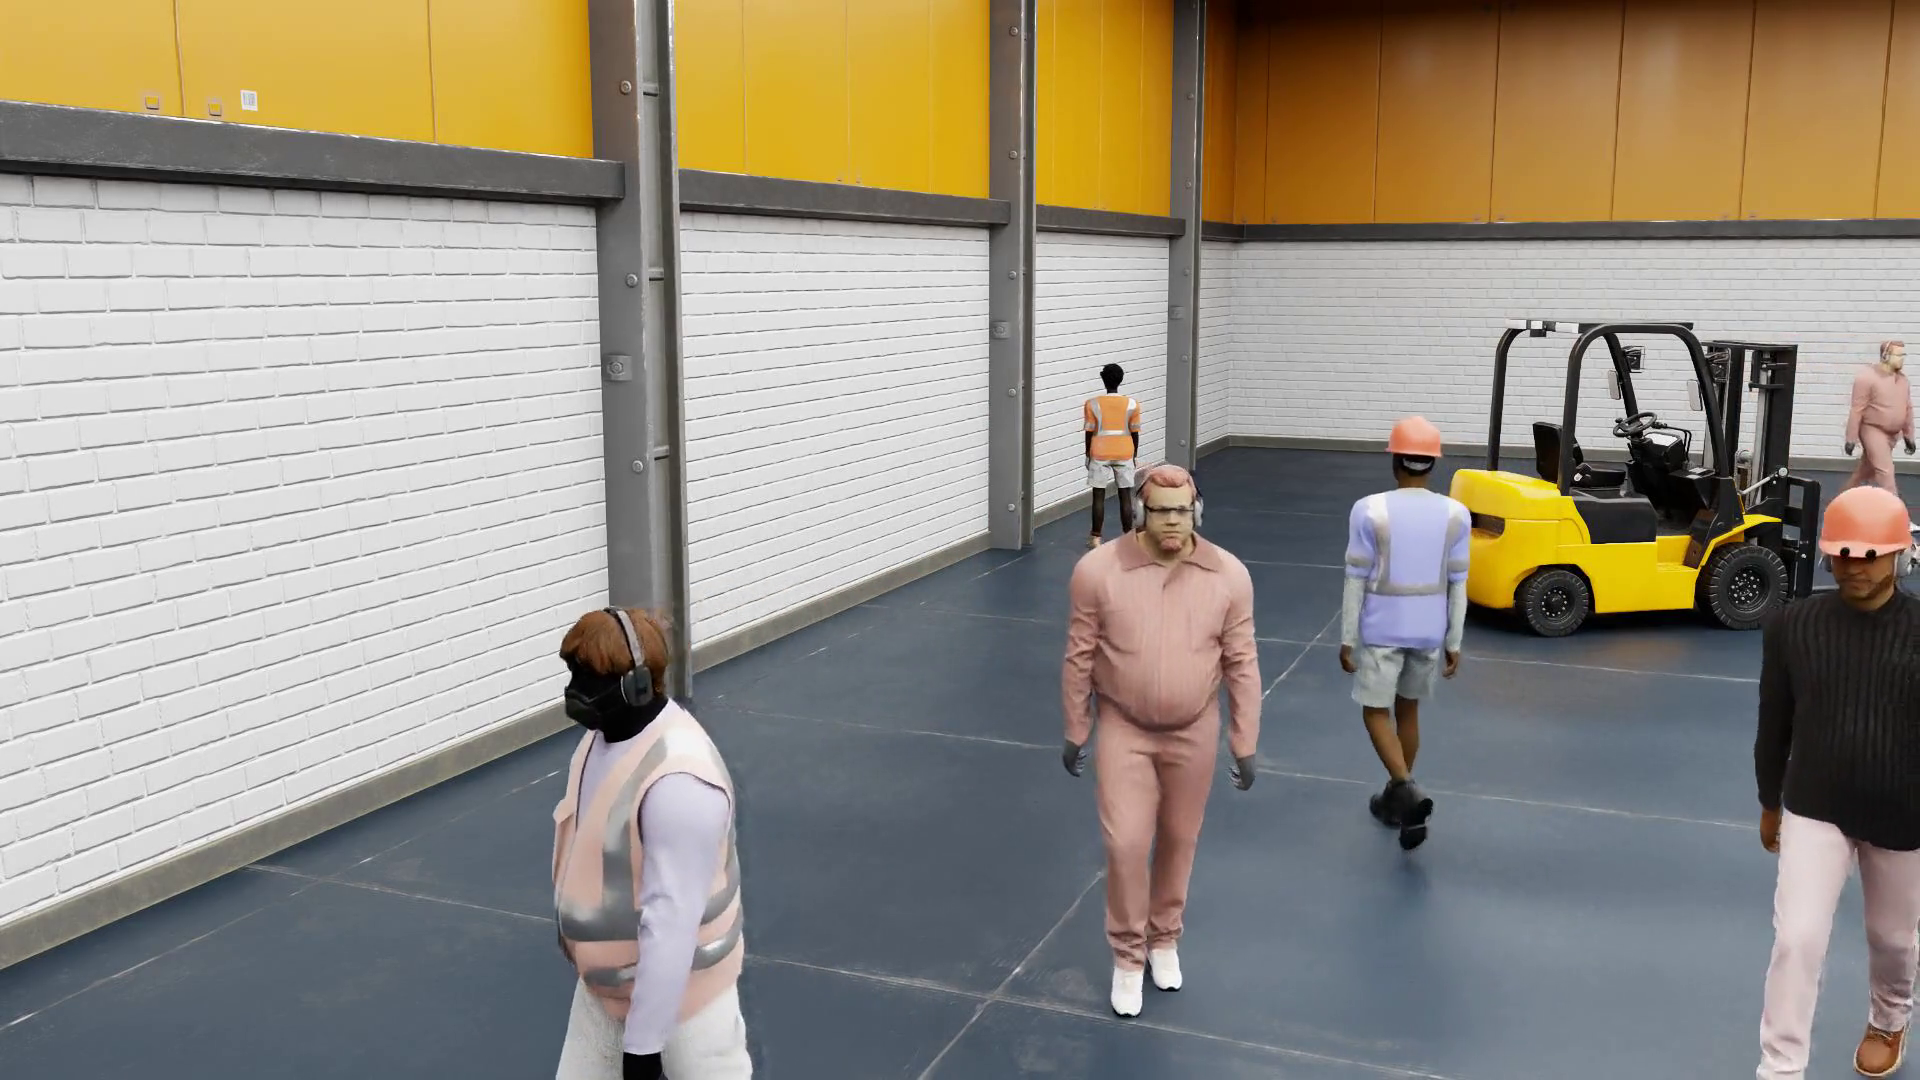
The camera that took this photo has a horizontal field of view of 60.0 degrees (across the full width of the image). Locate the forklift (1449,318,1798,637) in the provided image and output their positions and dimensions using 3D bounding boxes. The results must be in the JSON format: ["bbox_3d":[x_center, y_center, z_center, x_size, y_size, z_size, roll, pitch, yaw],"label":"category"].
[{"bbox_3d":[4.706,-0.497,11.990,2.313,2.155,1.214,-2,10,-10],"label":"forklift"}]

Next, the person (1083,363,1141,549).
[{"bbox_3d":[1.375,-0.746,15.060,0.529,1.683,0.321,-1,9,-5],"label":"person"}]

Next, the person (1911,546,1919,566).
[{"bbox_3d":[8.386,-0.622,13.888,0.903,1.806,0.640,-1,9,-9],"label":"person"}]

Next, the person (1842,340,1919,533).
[{"bbox_3d":[8.991,-1.021,16.215,0.656,1.852,1.016,-5,10,-27],"label":"person"}]

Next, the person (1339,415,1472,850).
[{"bbox_3d":[1.982,0.408,7.361,0.552,1.913,0.776,-1,9,-4],"label":"person"}]

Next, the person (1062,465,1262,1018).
[{"bbox_3d":[0.706,0.689,5.719,0.680,1.883,0.689,0,9,-2],"label":"person"}]

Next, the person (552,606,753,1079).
[{"bbox_3d":[-0.781,1.039,3.927,0.980,1.784,0.633,-6,11,-30],"label":"person"}]

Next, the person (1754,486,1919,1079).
[{"bbox_3d":[2.704,0.787,4.981,0.613,1.940,1.054,7,11,35],"label":"person"}]
